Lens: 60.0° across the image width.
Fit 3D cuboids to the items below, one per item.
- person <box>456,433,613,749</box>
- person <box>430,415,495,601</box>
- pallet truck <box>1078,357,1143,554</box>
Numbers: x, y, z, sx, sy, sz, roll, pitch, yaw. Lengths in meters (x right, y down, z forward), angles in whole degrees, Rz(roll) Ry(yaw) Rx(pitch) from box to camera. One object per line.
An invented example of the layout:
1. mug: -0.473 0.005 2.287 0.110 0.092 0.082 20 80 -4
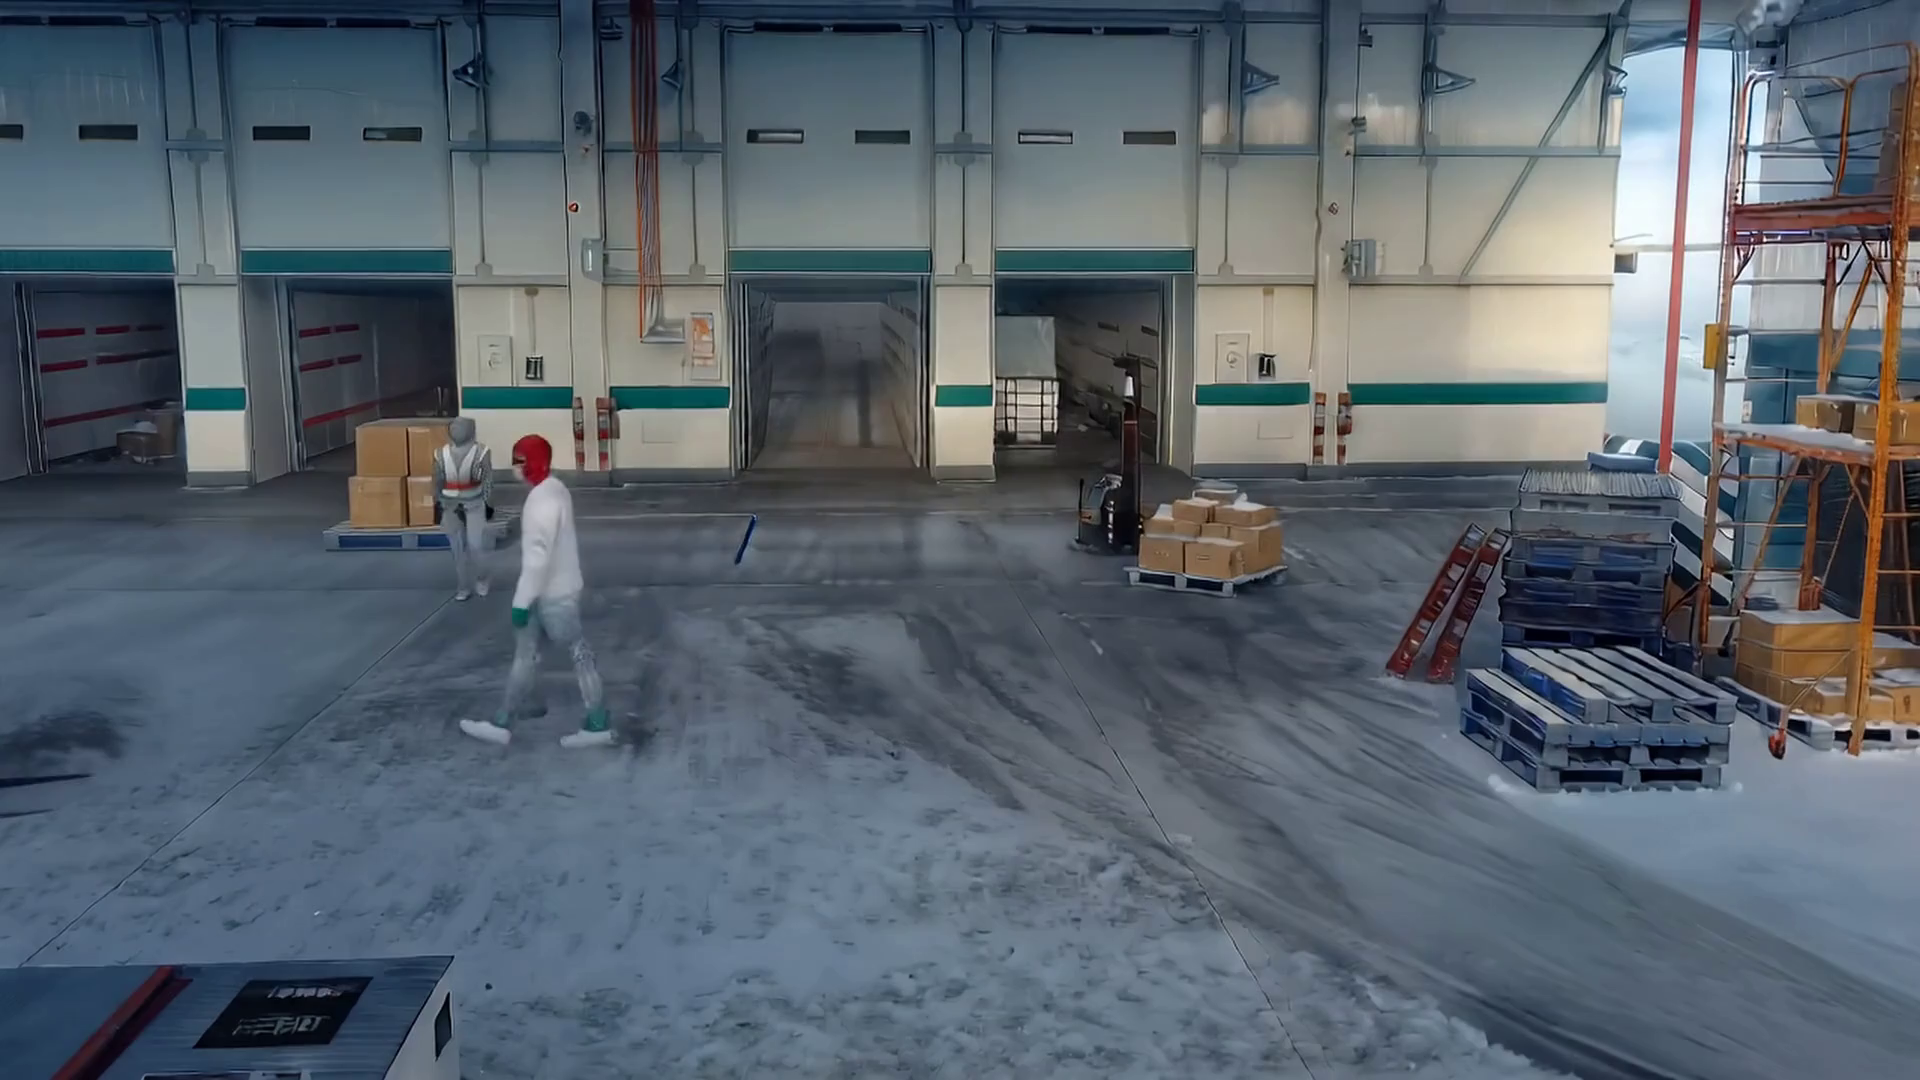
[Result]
1. person: -2.533 0.322 9.790 0.977 1.892 0.650 -2 9 -12
2. person: -4.296 -0.270 14.368 0.510 1.623 0.373 0 9 1
3. pallet truck: 2.088 -0.836 16.757 1.885 1.965 0.823 2 9 13
